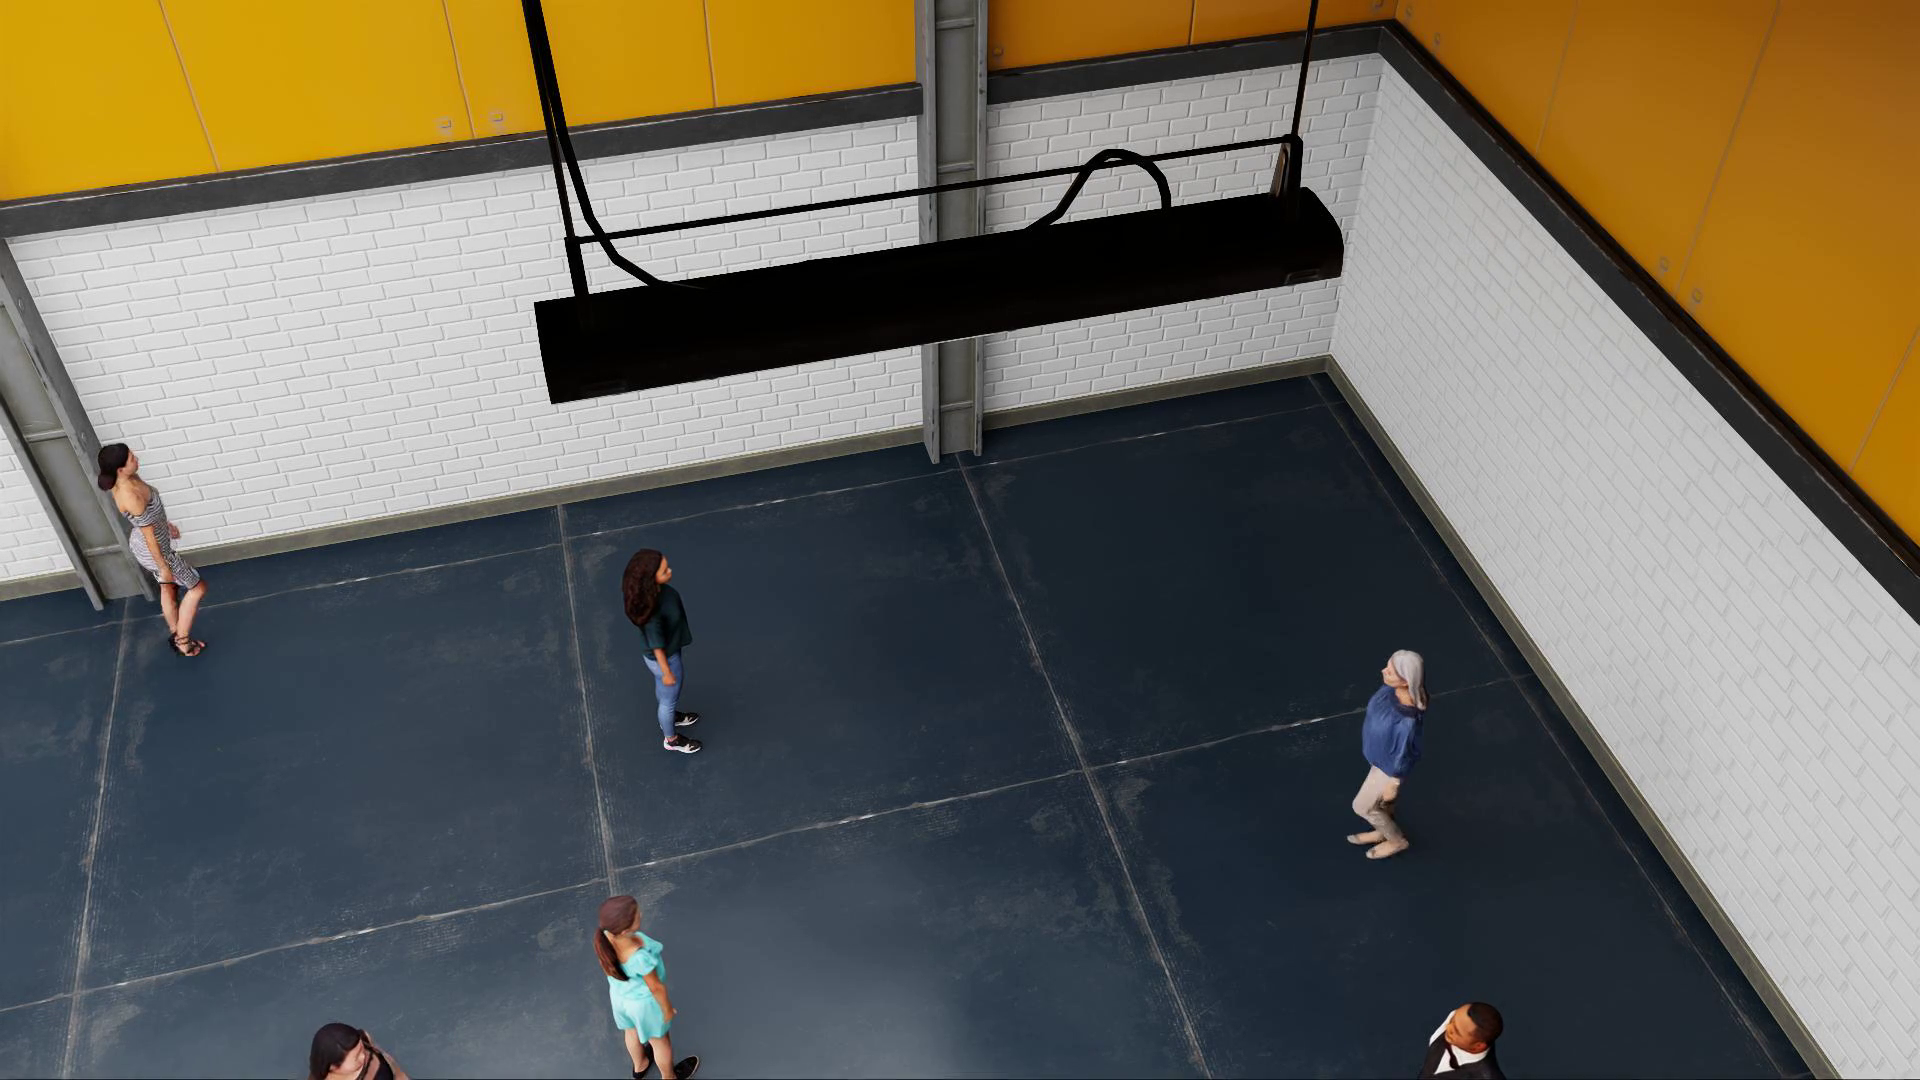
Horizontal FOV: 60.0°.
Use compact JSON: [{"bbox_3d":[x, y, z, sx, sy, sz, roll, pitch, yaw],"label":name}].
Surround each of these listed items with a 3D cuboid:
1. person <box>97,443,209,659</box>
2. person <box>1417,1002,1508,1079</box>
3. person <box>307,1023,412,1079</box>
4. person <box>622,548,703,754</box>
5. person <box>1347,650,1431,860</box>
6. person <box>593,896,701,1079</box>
[{"bbox_3d":[-5.211,0.130,10.613,0.711,1.810,0.699,-28,50,-26],"label":"person"},{"bbox_3d":[2.288,2.724,7.813,0.639,1.917,0.737,-3,44,-3],"label":"person"},{"bbox_3d":[-2.892,2.788,7.906,0.947,1.696,0.872,10,44,10],"label":"person"},{"bbox_3d":[-1.822,0.666,10.191,0.606,1.616,0.609,-7,44,-8],"label":"person"},{"bbox_3d":[2.547,1.263,9.513,0.745,1.688,0.726,4,44,5],"label":"person"},{"bbox_3d":[-1.642,2.324,8.493,0.644,1.558,0.702,23,48,22],"label":"person"}]
